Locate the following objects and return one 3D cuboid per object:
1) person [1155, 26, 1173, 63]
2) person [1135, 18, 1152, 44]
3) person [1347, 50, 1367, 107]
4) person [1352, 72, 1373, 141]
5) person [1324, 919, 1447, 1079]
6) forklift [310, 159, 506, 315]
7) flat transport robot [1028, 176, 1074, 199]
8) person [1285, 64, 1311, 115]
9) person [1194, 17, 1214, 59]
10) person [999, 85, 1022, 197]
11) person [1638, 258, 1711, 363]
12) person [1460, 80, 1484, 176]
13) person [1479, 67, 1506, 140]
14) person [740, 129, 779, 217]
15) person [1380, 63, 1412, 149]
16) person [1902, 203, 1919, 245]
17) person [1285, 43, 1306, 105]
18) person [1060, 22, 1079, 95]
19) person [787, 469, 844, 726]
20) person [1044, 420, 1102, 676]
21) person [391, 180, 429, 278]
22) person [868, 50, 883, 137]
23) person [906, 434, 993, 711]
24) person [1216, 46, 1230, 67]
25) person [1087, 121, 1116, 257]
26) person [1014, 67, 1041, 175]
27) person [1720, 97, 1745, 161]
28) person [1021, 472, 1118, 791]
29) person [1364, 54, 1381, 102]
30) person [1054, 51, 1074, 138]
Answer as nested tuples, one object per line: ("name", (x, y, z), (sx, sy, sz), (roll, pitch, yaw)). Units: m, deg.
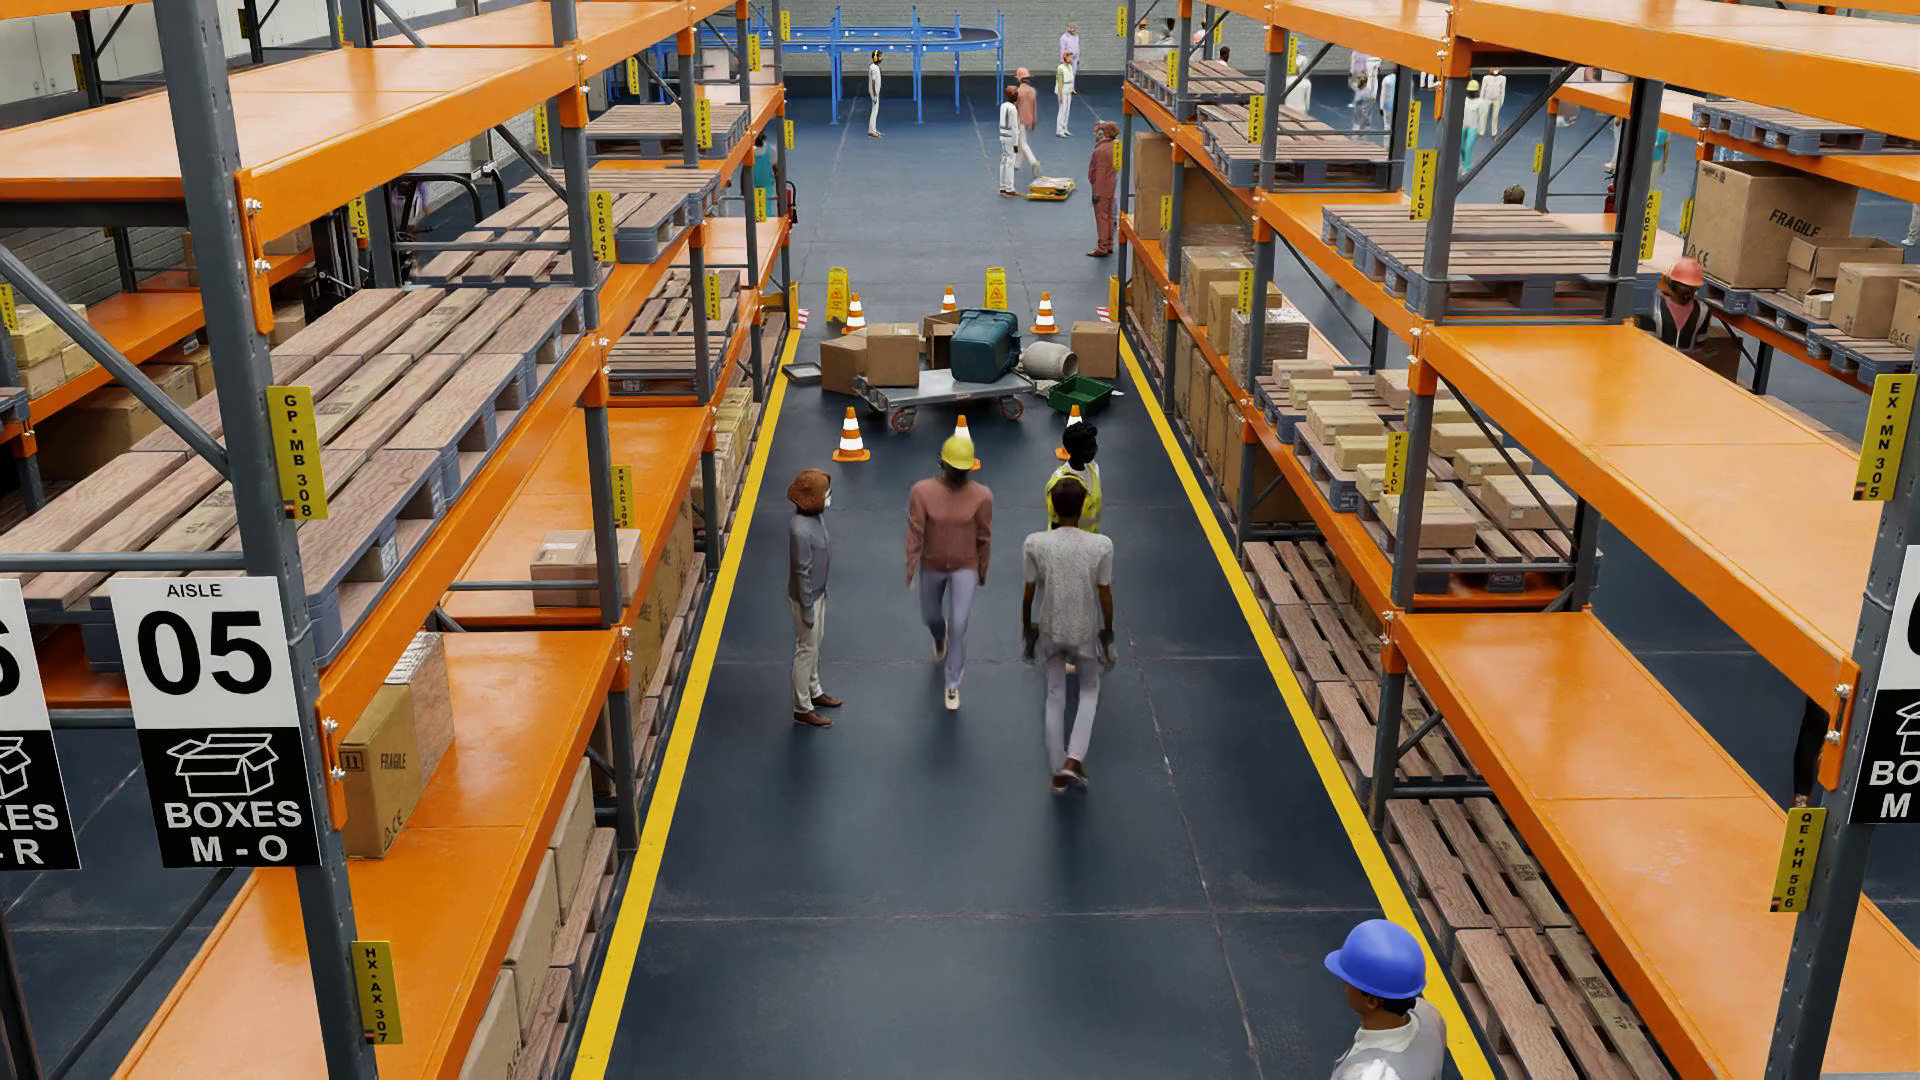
("person", (5.054, -11.945, 41.928), (0.535, 2.000, 0.758), (-5, 21, -12))
("person", (5.026, -13.423, 45.977), (0.544, 1.939, 0.354), (-11, 23, -27))
("person", (10.033, -11.855, 41.857), (0.509, 1.916, 0.599), (18, 27, 40))
("person", (7.412, -7.660, 30.769), (0.377, 1.927, 0.636), (1, 21, 2))
("person", (1.248, 2.028, 5.122), (0.388, 1.947, 0.615), (12, 24, 29))
("forklift", (-5.622, -2.910, 17.832), (2.313, 2.155, 1.214), (-1, 21, -1))
("flat transport robot", (1.603, -6.183, 29.159), (0.652, 0.197, 1.431), (4, 21, 9))
("person", (6.586, -8.328, 32.571), (0.836, 1.905, 0.561), (2, 21, 6))
("person", (6.561, -12.986, 44.692), (0.605, 2.033, 0.402), (15, 25, 34))
("person", (0.868, -6.908, 28.830), (0.338, 1.882, 0.583), (-7, 22, -19))
("person", (6.030, -1.433, 14.224), (0.612, 1.997, 1.060), (2, 21, 5))
("person", (9.571, -7.756, 31.262), (0.524, 1.748, 0.563), (15, 25, 35))
("person", (11.546, -9.518, 36.090), (0.501, 1.628, 0.269), (4, 21, 10))
("person", (-2.927, -5.118, 24.219), (0.538, 1.791, 0.966), (1, 21, 2))
("person", (8.985, -8.940, 34.318), (0.637, 1.801, 0.946), (3, 21, 8))
("person", (14.339, -5.232, 24.609), (0.484, 1.737, 0.322), (2, 21, 6))
("person", (7.554, -10.429, 38.069), (0.653, 1.925, 0.540), (17, 26, 37))
("person", (2.980, -12.950, 44.790), (0.637, 1.900, 0.397), (-17, 27, -38))
("person", (-0.890, 0.340, 10.037), (0.295, 1.623, 0.507), (2, 21, 5))
("person", (0.733, 0.039, 10.738), (0.319, 1.693, 0.535), (14, 25, 32))
("person", (-7.520, -4.513, 22.301), (0.648, 2.023, 0.661), (5, 21, 12))
("person", (-1.852, -9.791, 36.495), (0.329, 1.861, 0.517), (0, 21, 0))
("person", (-0.058, 0.131, 10.423), (0.530, 1.737, 0.706), (2, 21, 5))
("person", (5.740, -9.927, 36.784), (0.398, 1.908, 0.598), (-5, 21, -13))
("person", (2.028, -5.033, 23.846), (0.403, 1.904, 0.652), (9, 22, 22))
("person", (1.220, -7.863, 31.249), (0.616, 1.968, 0.916), (-17, 26, -37))
("person", (15.298, -8.381, 32.691), (0.384, 1.913, 0.597), (-15, 25, -34))
("person", (0.610, 0.521, 9.236), (0.560, 1.854, 0.383), (4, 21, 10))
("person", (10.702, -12.340, 43.201), (0.567, 1.879, 0.353), (-14, 25, -33))
("person", (2.280, -9.772, 36.469), (0.389, 1.839, 0.573), (10, 23, 24))
